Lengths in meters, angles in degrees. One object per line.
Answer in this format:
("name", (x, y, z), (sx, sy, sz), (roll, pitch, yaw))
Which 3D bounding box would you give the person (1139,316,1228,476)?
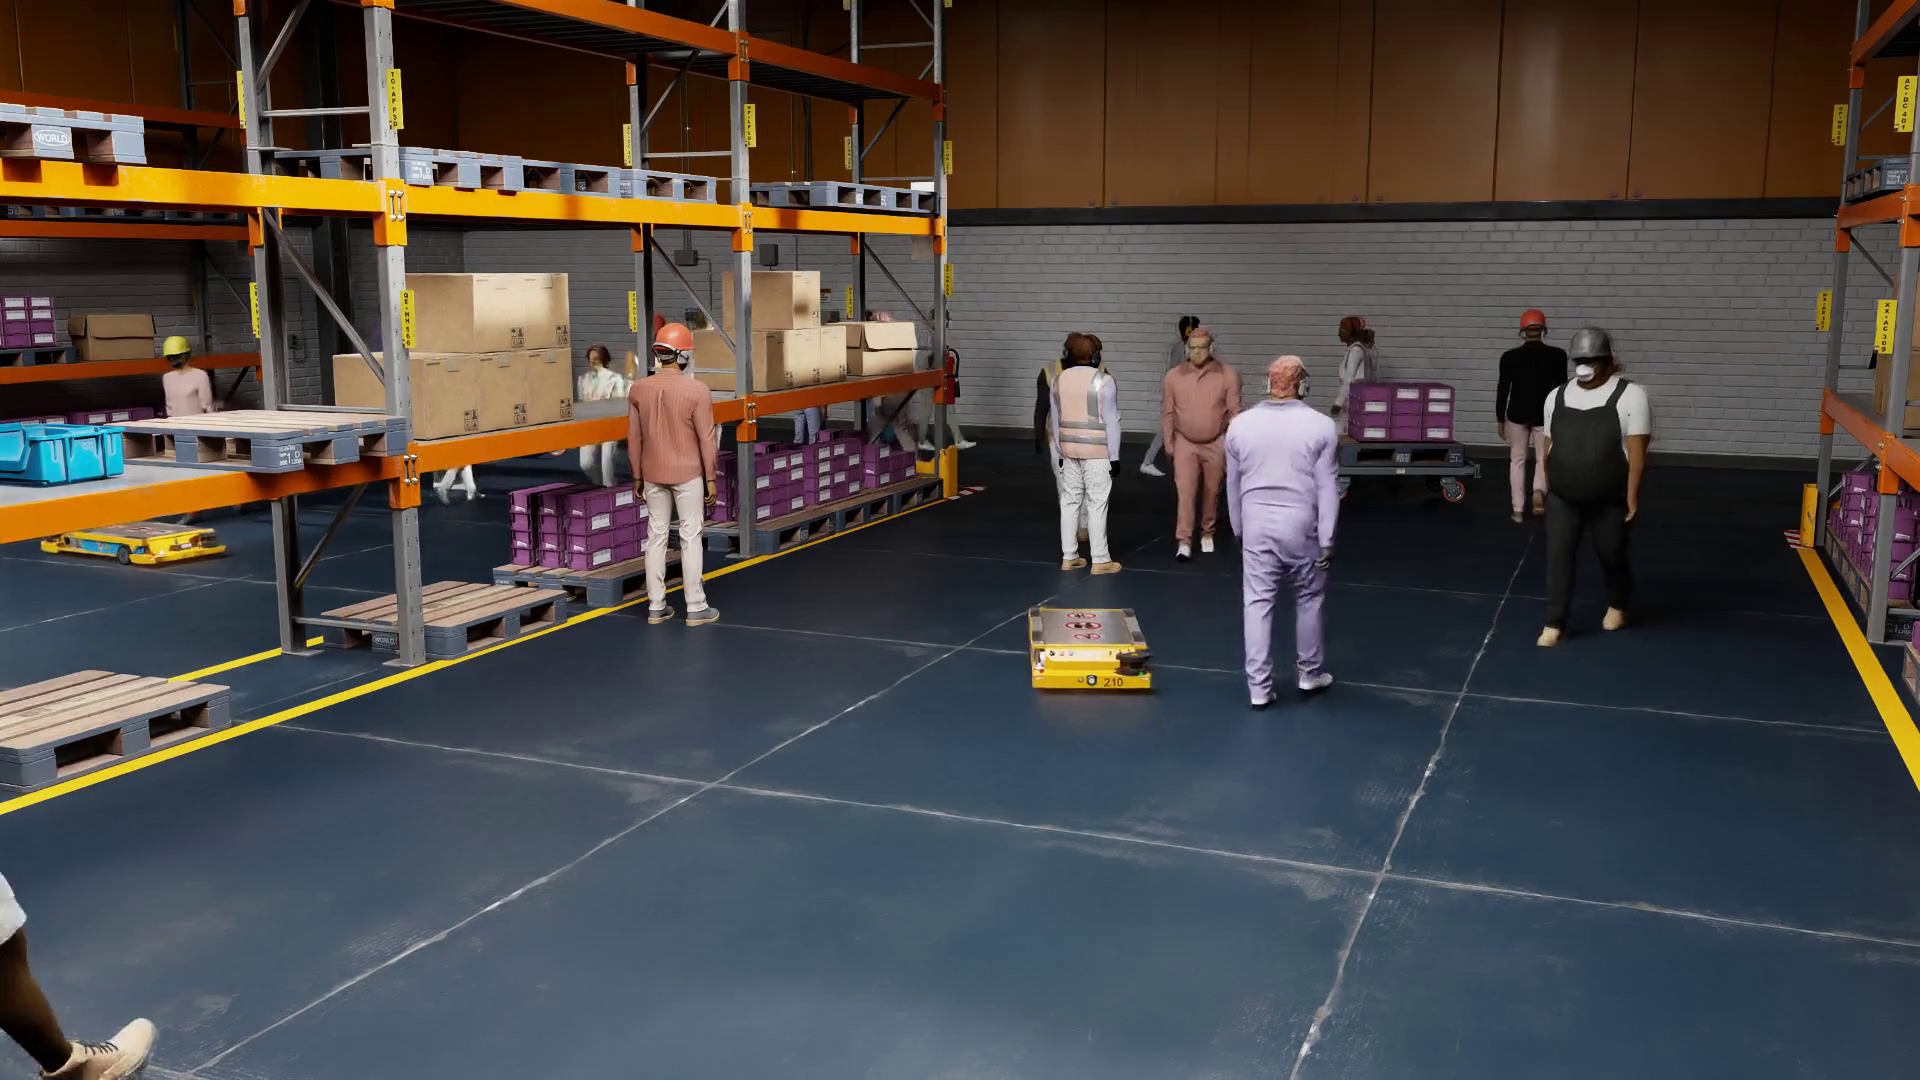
("person", (2.495, -1.607, 18.699), (1.005, 1.818, 0.532), (-1, 9, -6))

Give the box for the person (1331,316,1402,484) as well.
("person", (4.335, -1.506, 18.015), (0.973, 1.841, 0.553), (1, 9, 5))

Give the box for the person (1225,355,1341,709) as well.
("person", (1.785, -0.056, 9.026), (0.664, 1.878, 0.826), (5, 11, 29))

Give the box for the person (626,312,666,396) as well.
("person", (-3.032, -1.306, 16.533), (0.561, 1.917, 0.582), (-2, 10, -13))

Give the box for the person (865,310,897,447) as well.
("person", (-1.078, -1.944, 20.672), (0.438, 1.821, 0.613), (4, 10, 22))

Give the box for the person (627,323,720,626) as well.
("person", (-1.878, -0.429, 10.975), (0.625, 1.992, 0.388), (3, 10, 17))

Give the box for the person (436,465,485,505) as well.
("person", (-4.998, -1.157, 16.559), (0.510, 1.606, 0.745), (4, 10, 23))

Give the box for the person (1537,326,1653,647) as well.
("person", (4.009, -0.375, 10.516), (0.677, 2.000, 0.945), (7, 12, 37))

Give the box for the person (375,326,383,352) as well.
("person", (-7.804, -2.278, 22.587), (0.857, 1.883, 0.646), (-1, 9, -7))

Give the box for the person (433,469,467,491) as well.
("person", (-5.401, -1.481, 17.558), (0.594, 1.924, 0.377), (8, 12, 41))

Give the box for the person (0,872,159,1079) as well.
("person", (-2.638, 0.700, 4.201), (0.622, 1.970, 1.129), (4, 10, 24))

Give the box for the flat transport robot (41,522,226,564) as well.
("flat transport robot", (-6.756, 0.002, 13.577), (1.431, 0.197, 0.652), (5, 11, 28))

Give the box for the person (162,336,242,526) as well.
("person", (-7.009, -1.019, 15.320), (0.553, 1.732, 0.669), (3, 10, 17))

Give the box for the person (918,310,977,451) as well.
("person", (-0.177, -2.026, 21.157), (0.890, 1.826, 0.531), (5, 11, 28))

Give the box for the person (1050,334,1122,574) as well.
("person", (0.993, -0.659, 12.830), (0.626, 1.847, 0.429), (8, 12, 41))

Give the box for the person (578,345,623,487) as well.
("person", (-3.401, -1.045, 15.831), (0.518, 1.625, 0.409), (3, 10, 19))

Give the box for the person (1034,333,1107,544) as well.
("person", (0.967, -0.880, 14.337), (0.655, 1.785, 0.908), (1, 9, 6))

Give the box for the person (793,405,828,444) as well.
("person", (-1.590, -1.422, 17.723), (0.519, 1.760, 0.330), (8, 12, 40))

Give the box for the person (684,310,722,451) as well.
("person", (-2.936, -1.588, 18.286), (0.901, 1.908, 0.644), (1, 9, 5))

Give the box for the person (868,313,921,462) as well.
("person", (-0.758, -1.561, 18.266), (0.892, 1.862, 0.631), (8, 13, 41))

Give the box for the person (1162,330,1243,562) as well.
("person", (1.951, -0.765, 13.438), (0.654, 1.855, 0.992), (2, 9, 9))

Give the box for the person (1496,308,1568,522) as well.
("person", (5.247, -1.131, 15.282), (0.640, 1.975, 0.522), (3, 10, 17))

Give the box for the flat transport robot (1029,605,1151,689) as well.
("flat transport robot", (0.744, 0.616, 9.858), (0.652, 0.197, 1.431), (0, 9, 1))

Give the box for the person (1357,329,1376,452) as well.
("person", (4.691, -1.654, 19.513), (0.315, 1.630, 0.524), (0, 9, 0))
